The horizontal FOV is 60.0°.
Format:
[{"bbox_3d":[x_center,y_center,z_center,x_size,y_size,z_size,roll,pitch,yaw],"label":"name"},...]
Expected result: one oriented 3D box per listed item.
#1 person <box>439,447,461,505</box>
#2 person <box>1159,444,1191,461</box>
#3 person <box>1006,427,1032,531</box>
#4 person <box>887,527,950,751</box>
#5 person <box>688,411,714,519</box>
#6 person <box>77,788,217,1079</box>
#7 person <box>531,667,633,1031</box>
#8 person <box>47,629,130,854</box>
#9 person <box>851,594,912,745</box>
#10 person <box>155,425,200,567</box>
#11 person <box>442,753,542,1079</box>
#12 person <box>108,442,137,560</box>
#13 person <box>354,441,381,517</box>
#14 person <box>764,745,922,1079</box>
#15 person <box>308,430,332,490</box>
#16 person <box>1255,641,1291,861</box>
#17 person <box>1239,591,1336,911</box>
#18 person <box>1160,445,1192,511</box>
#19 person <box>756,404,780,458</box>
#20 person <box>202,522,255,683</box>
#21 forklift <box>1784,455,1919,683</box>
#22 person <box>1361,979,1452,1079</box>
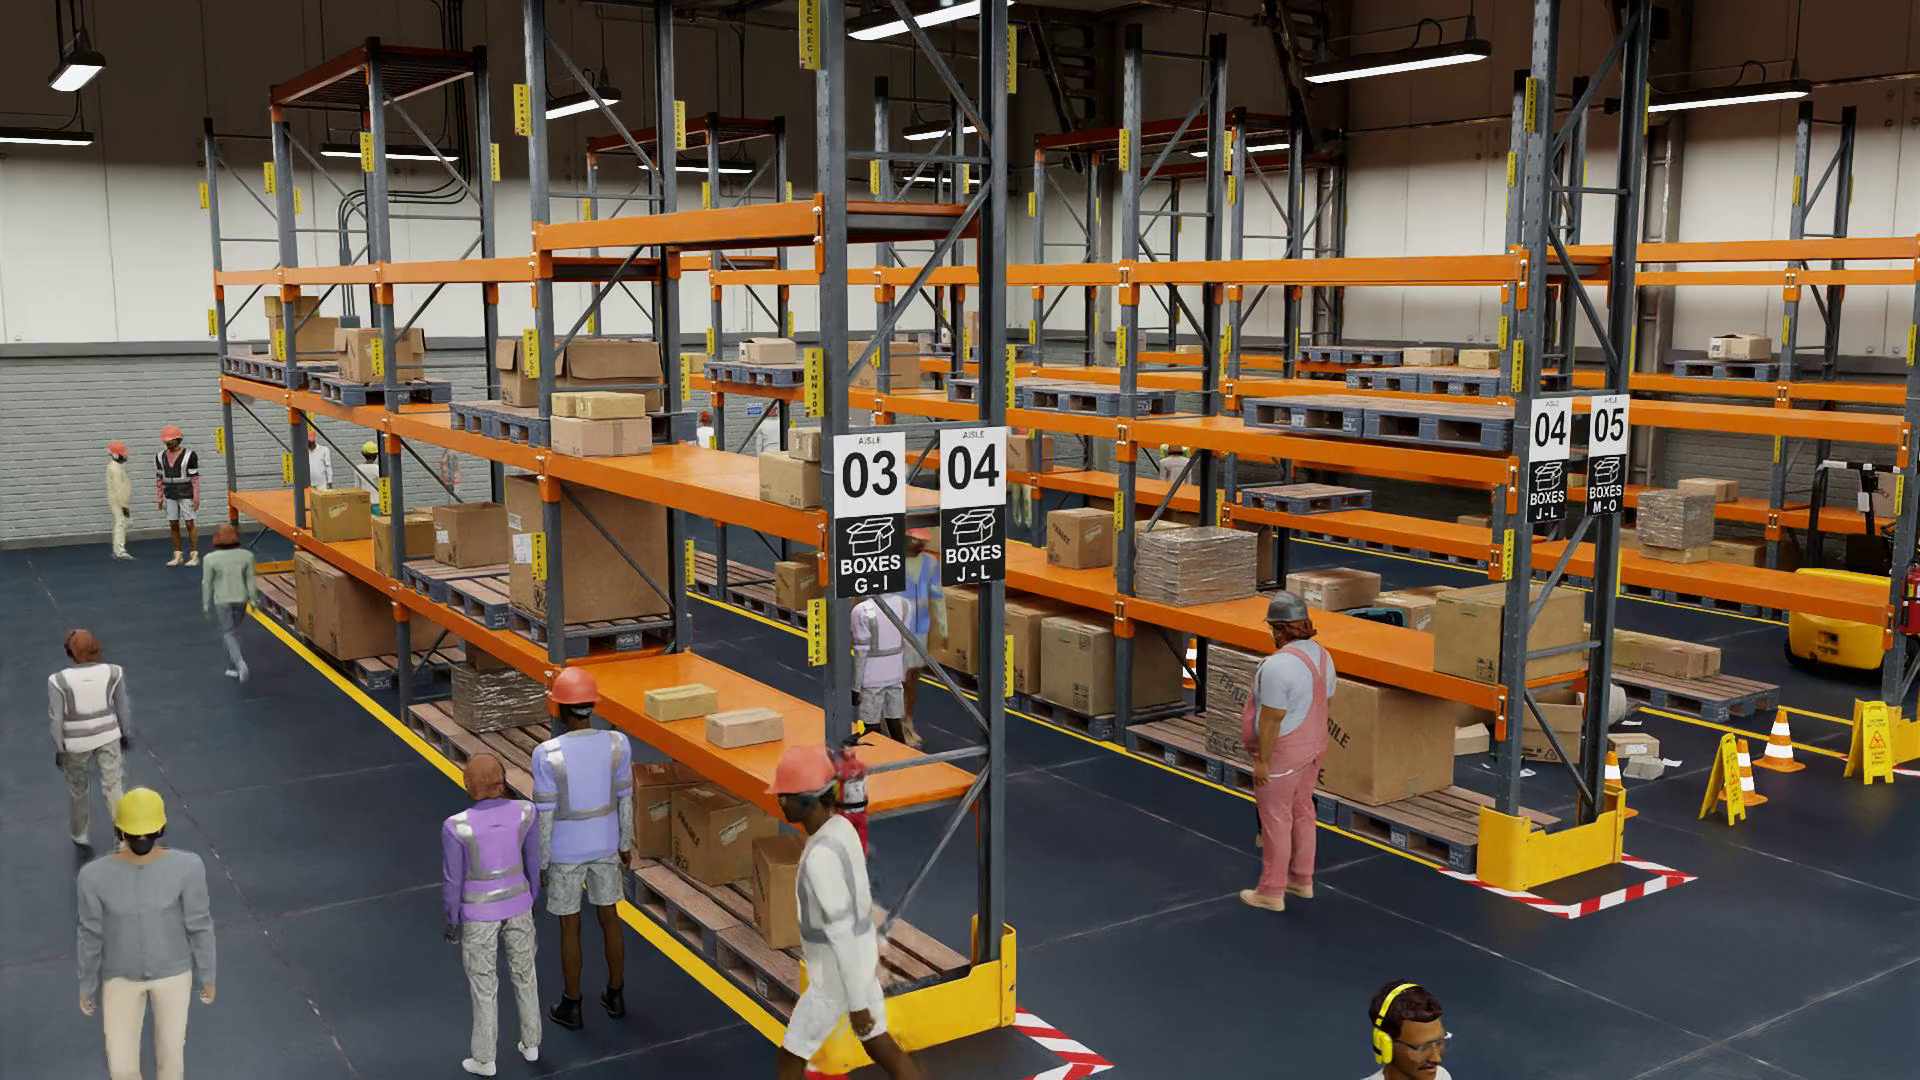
[{"bbox_3d":[-8.183,-0.901,26.726,0.316,1.629,0.509,-4,10,-27],"label":"person"},{"bbox_3d":[3.573,-1.068,27.604,0.535,1.700,0.318,1,9,7],"label":"person"},{"bbox_3d":[0.994,-0.990,27.047,0.571,1.708,0.870,0,9,1],"label":"person"},{"bbox_3d":[-0.355,0.786,14.155,0.645,2.025,0.690,-5,10,-32],"label":"person"},{"bbox_3d":[-4.390,-1.290,28.588,0.655,1.857,0.675,-1,9,-5],"label":"person"},{"bbox_3d":[-3.587,1.944,7.356,0.557,1.745,0.488,-4,10,-26],"label":"person"},{"bbox_3d":[-2.015,1.629,8.862,0.551,1.934,0.362,-6,10,-34],"label":"person"},{"bbox_3d":[-5.995,1.403,11.500,0.524,1.598,0.877,-7,11,-40],"label":"person"},{"bbox_3d":[-0.625,1.050,12.714,0.543,1.938,0.357,-8,12,-42],"label":"person"},{"bbox_3d":[-11.061,-0.615,23.504,0.611,2.031,0.411,1,9,4],"label":"person"},{"bbox_3d":[-2.323,1.862,8.299,0.513,1.638,0.313,-7,11,-38],"label":"person"},{"bbox_3d":[-12.131,-0.551,24.106,0.364,1.729,0.622,-3,9,-22],"label":"person"},{"bbox_3d":[-8.377,-0.522,23.738,0.529,1.772,0.304,3,9,18],"label":"person"},{"bbox_3d":[-0.535,1.857,7.253,1.158,1.967,0.627,1,9,6],"label":"person"},{"bbox_3d":[-10.344,-0.937,26.605,0.573,1.739,0.350,-3,9,-20],"label":"person"},{"bbox_3d":[2.217,1.365,11.448,0.319,1.689,0.539,-3,9,-20],"label":"person"},{"bbox_3d":[2.062,1.314,10.613,0.535,2.000,0.686,8,11,41],"label":"person"},{"bbox_3d":[3.310,-0.730,25.568,0.499,1.634,0.288,0,9,-3],"label":"person"},{"bbox_3d":[-3.332,-1.477,29.668,0.639,1.902,0.407,-3,9,-18],"label":"person"},{"bbox_3d":[-7.276,0.630,16.615,0.505,1.614,0.695,-8,12,-44],"label":"person"},{"bbox_3d":[9.643,0.253,17.172,2.313,2.155,1.214,-6,10,-33],"label":"forklift"},{"bbox_3d":[1.327,2.234,5.052,0.511,1.872,0.329,-6,11,-36],"label":"person"}]
